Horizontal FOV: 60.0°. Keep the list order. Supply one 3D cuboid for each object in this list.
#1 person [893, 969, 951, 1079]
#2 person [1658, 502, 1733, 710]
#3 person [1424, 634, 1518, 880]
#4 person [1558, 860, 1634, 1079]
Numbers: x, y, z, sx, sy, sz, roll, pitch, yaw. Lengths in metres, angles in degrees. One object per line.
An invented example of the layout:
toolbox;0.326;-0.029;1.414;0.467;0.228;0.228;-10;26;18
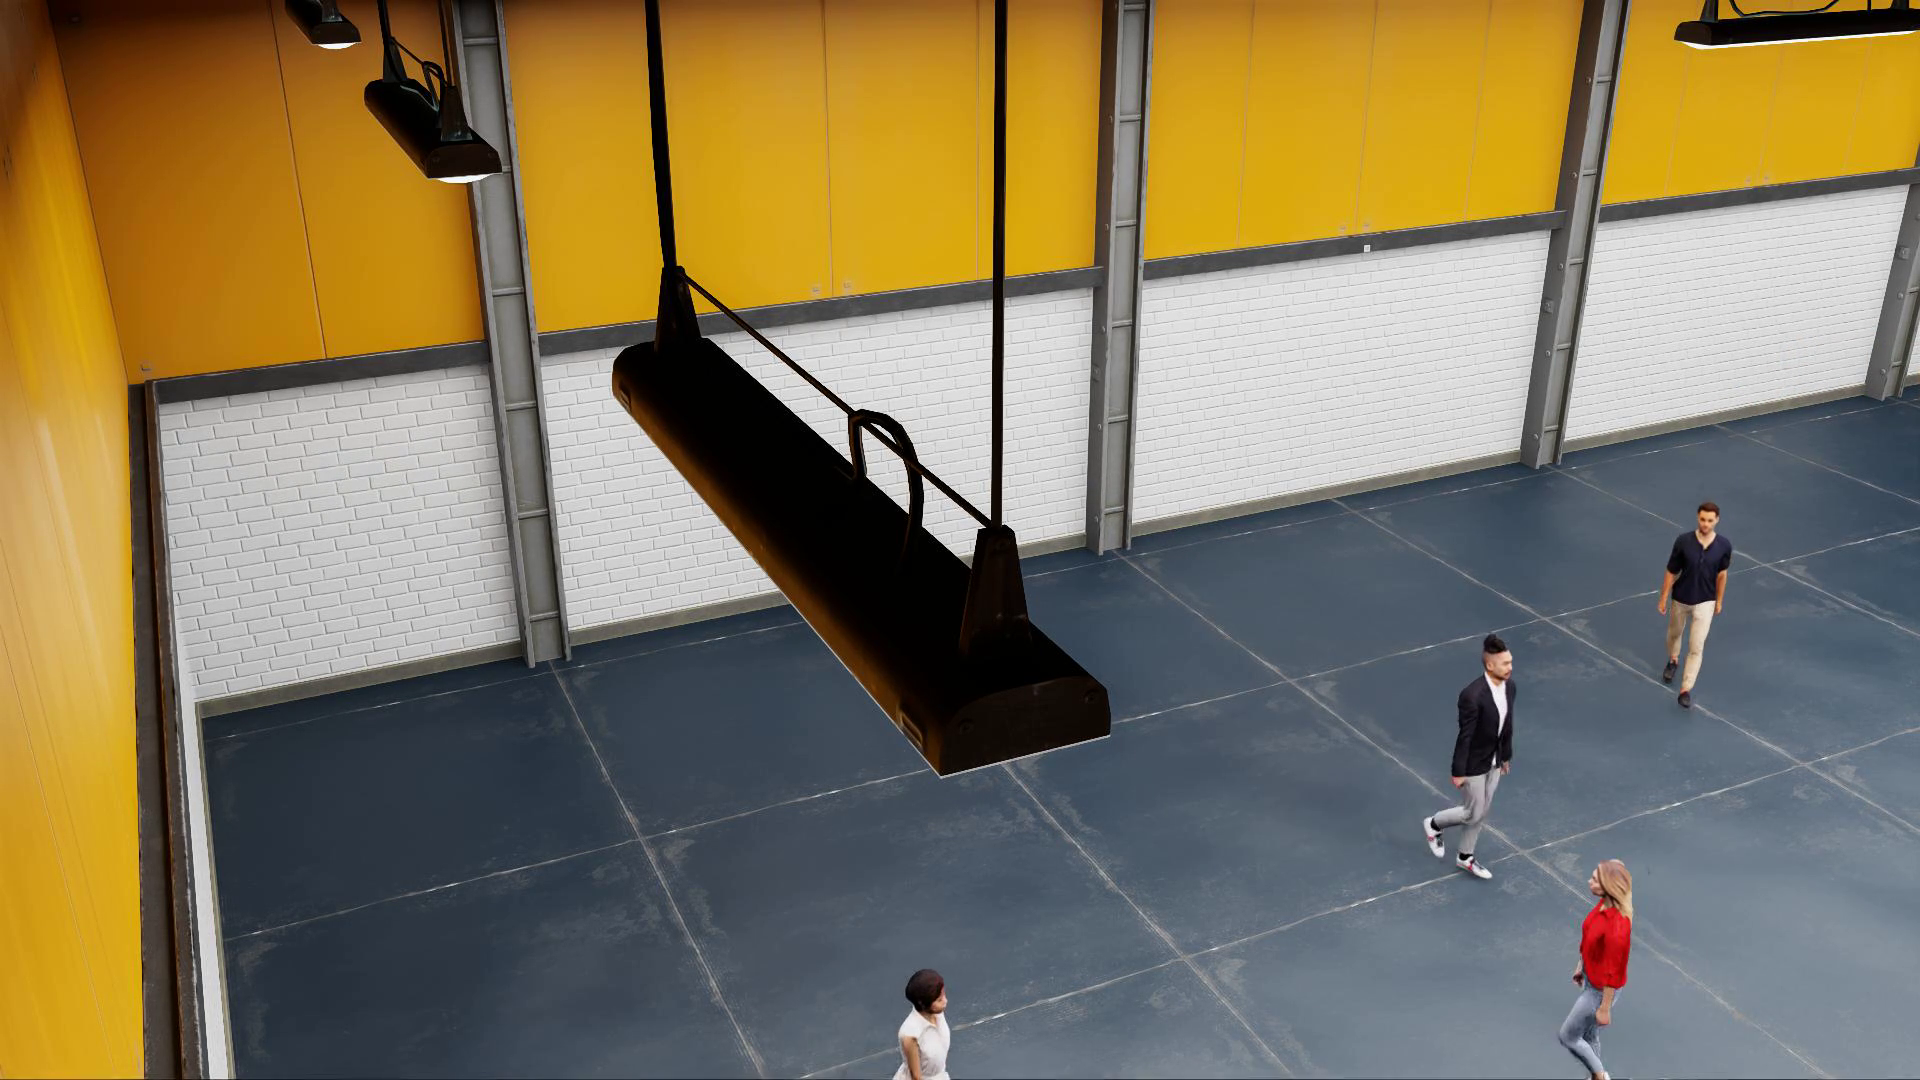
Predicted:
person;-0.292;3.018;9.189;0.962;1.522;0.927;10;26;22
person;6.420;0.502;14.591;1.133;1.806;1.241;10;26;22
person;3.687;1.531;12.064;0.808;1.945;0.870;-16;28;-32
person;3.846;2.653;9.814;0.786;1.691;0.744;5;24;12
